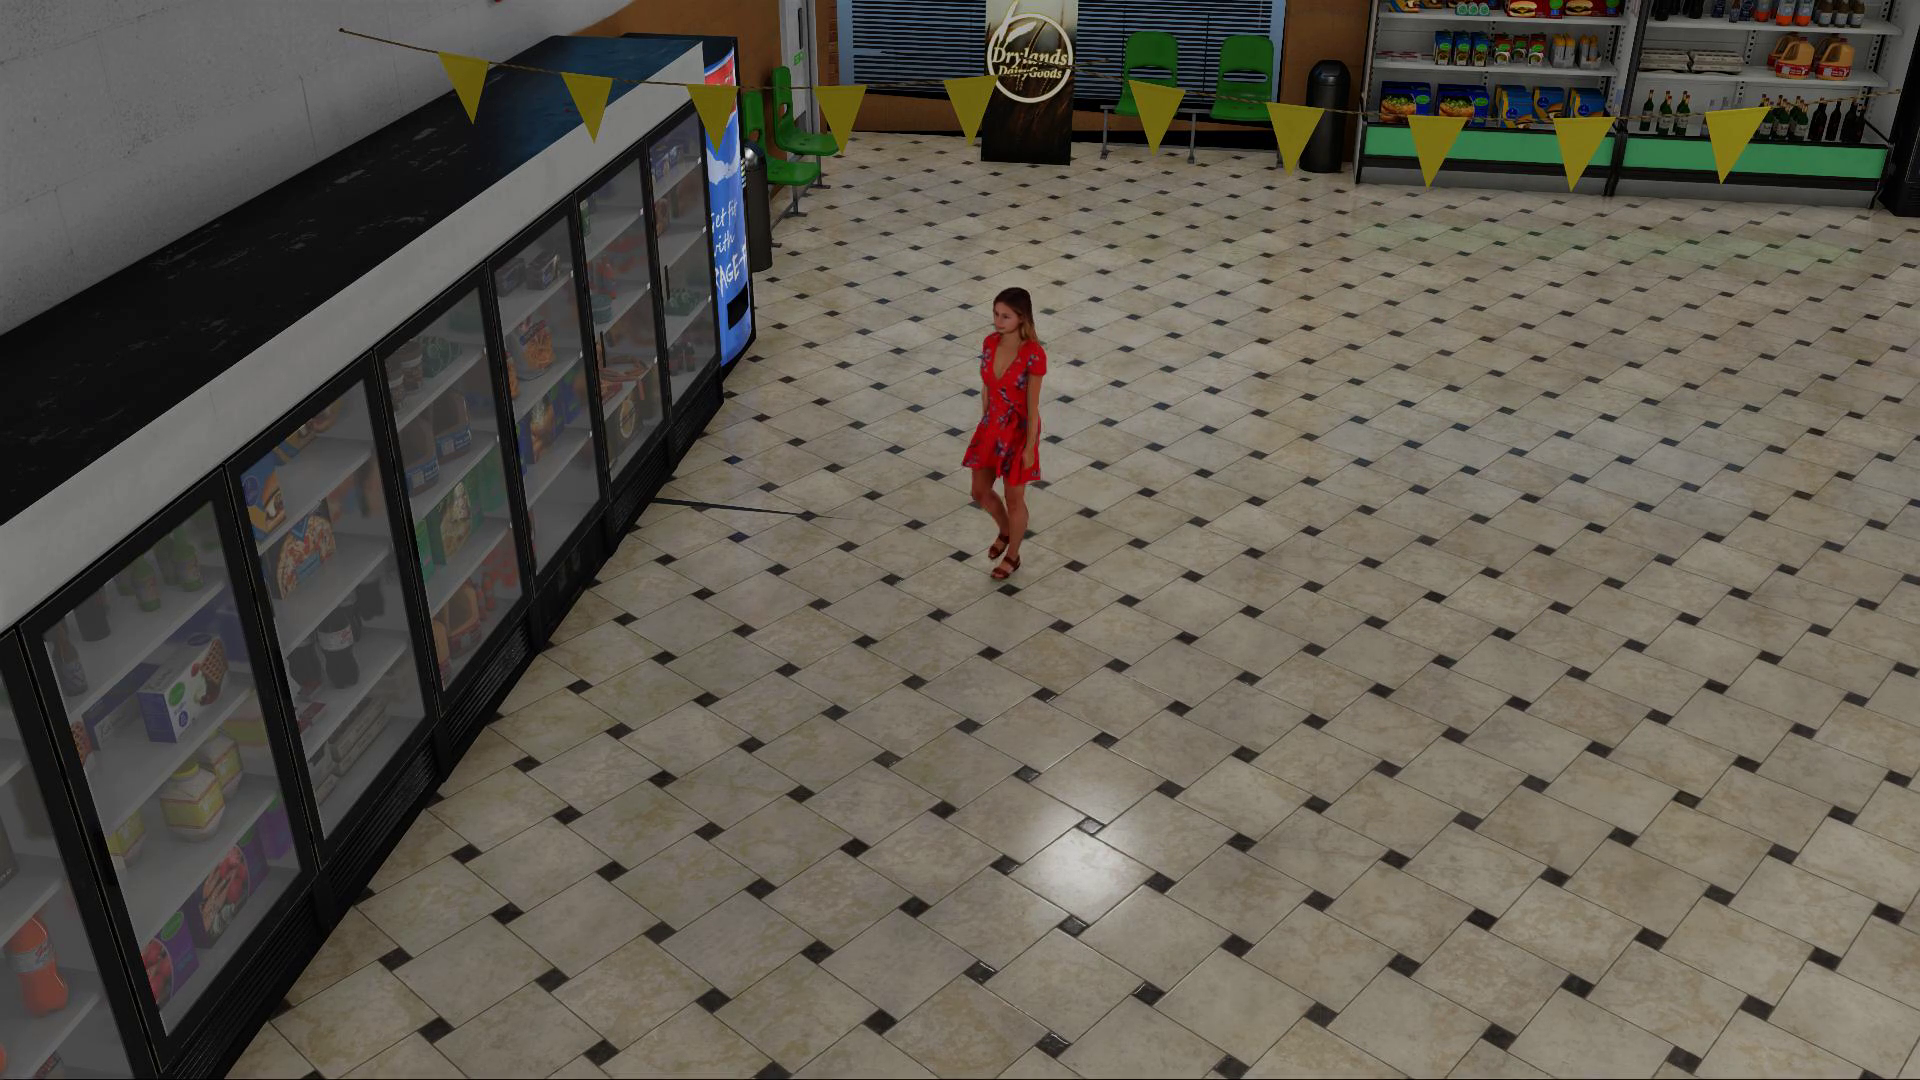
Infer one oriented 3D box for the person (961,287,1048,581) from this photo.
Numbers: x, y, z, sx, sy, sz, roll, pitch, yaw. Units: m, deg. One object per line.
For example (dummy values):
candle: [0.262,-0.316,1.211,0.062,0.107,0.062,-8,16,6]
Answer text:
person: [0.313,-0.552,8.527,0.706,1.584,0.769,22,35,34]
